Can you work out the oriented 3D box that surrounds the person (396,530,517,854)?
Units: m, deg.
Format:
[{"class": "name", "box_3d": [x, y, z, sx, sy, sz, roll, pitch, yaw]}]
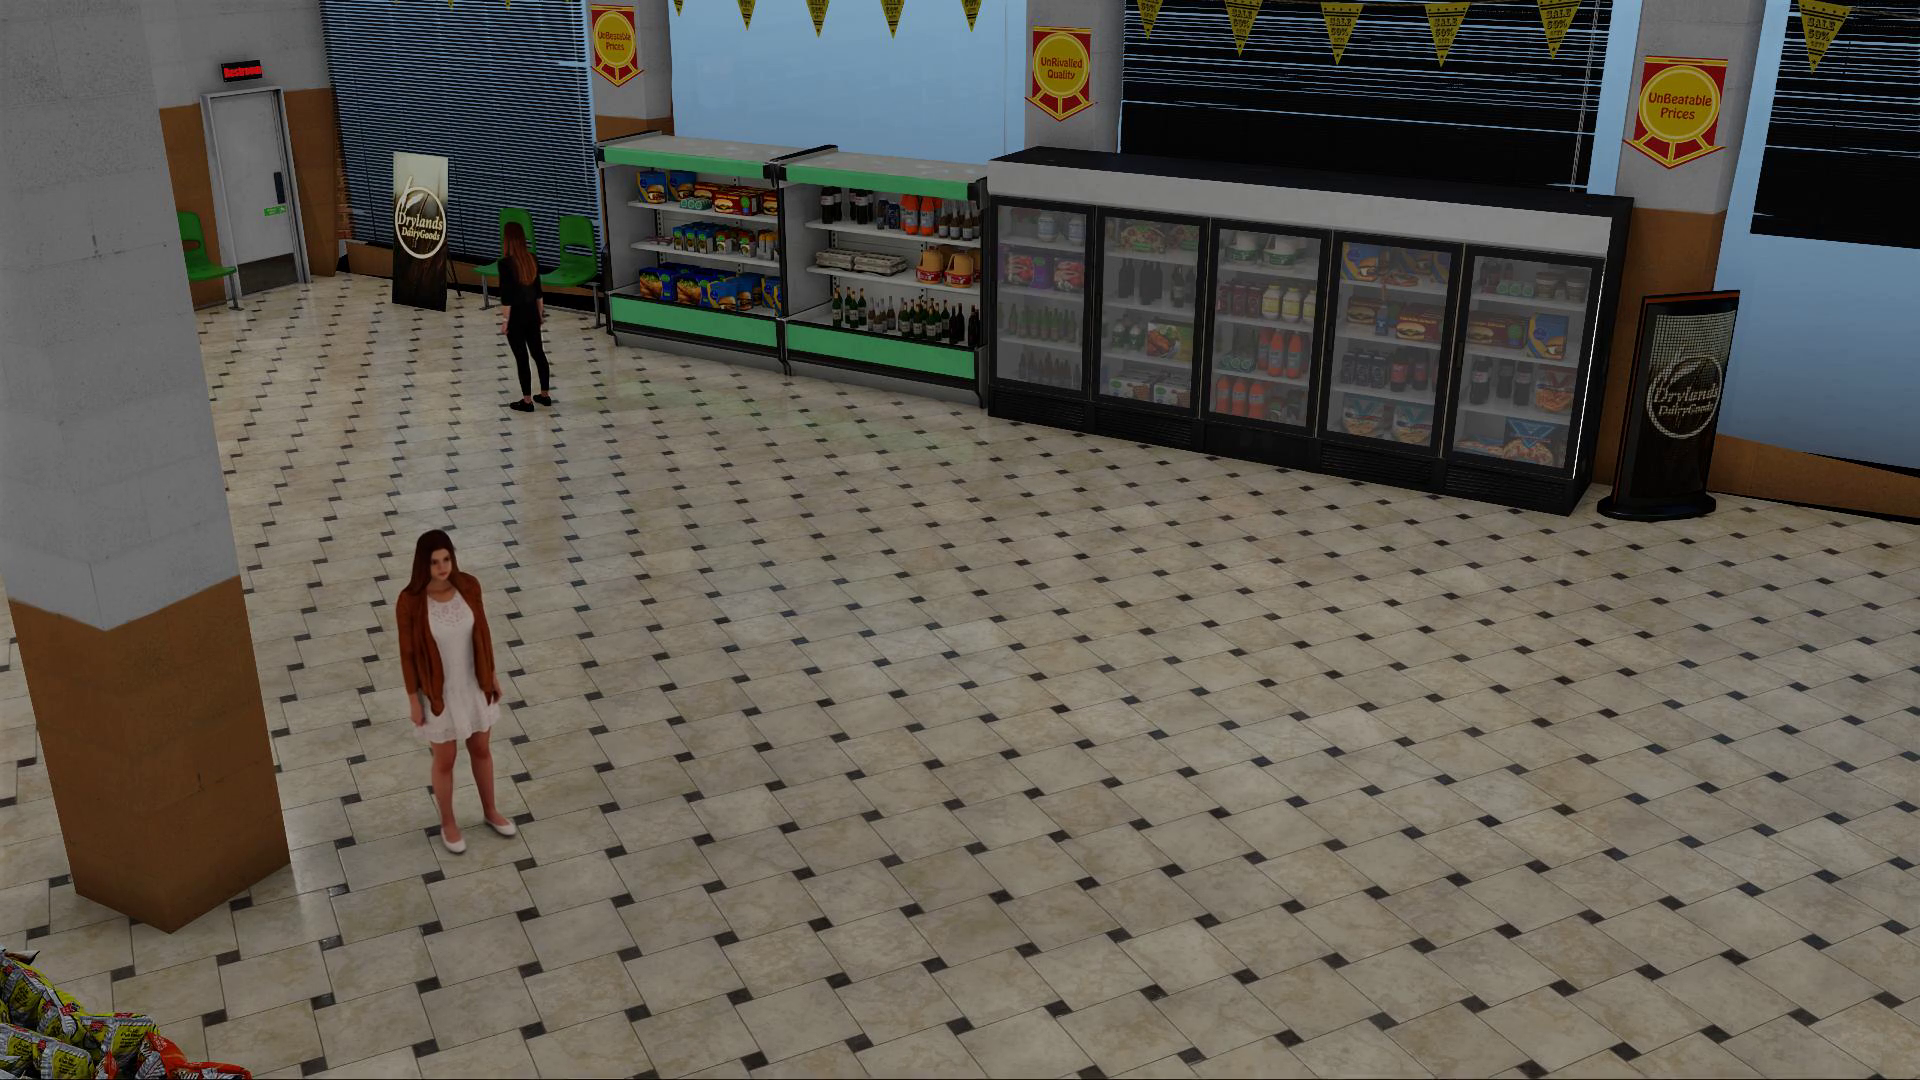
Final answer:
[{"class": "person", "box_3d": [-2.516, 0.721, 8.219, 0.686, 1.712, 0.663, -18, 28, -38]}]

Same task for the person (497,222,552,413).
[{"class": "person", "box_3d": [-3.953, -2.024, 15.054, 0.554, 1.711, 0.635, 15, 27, 34]}]
